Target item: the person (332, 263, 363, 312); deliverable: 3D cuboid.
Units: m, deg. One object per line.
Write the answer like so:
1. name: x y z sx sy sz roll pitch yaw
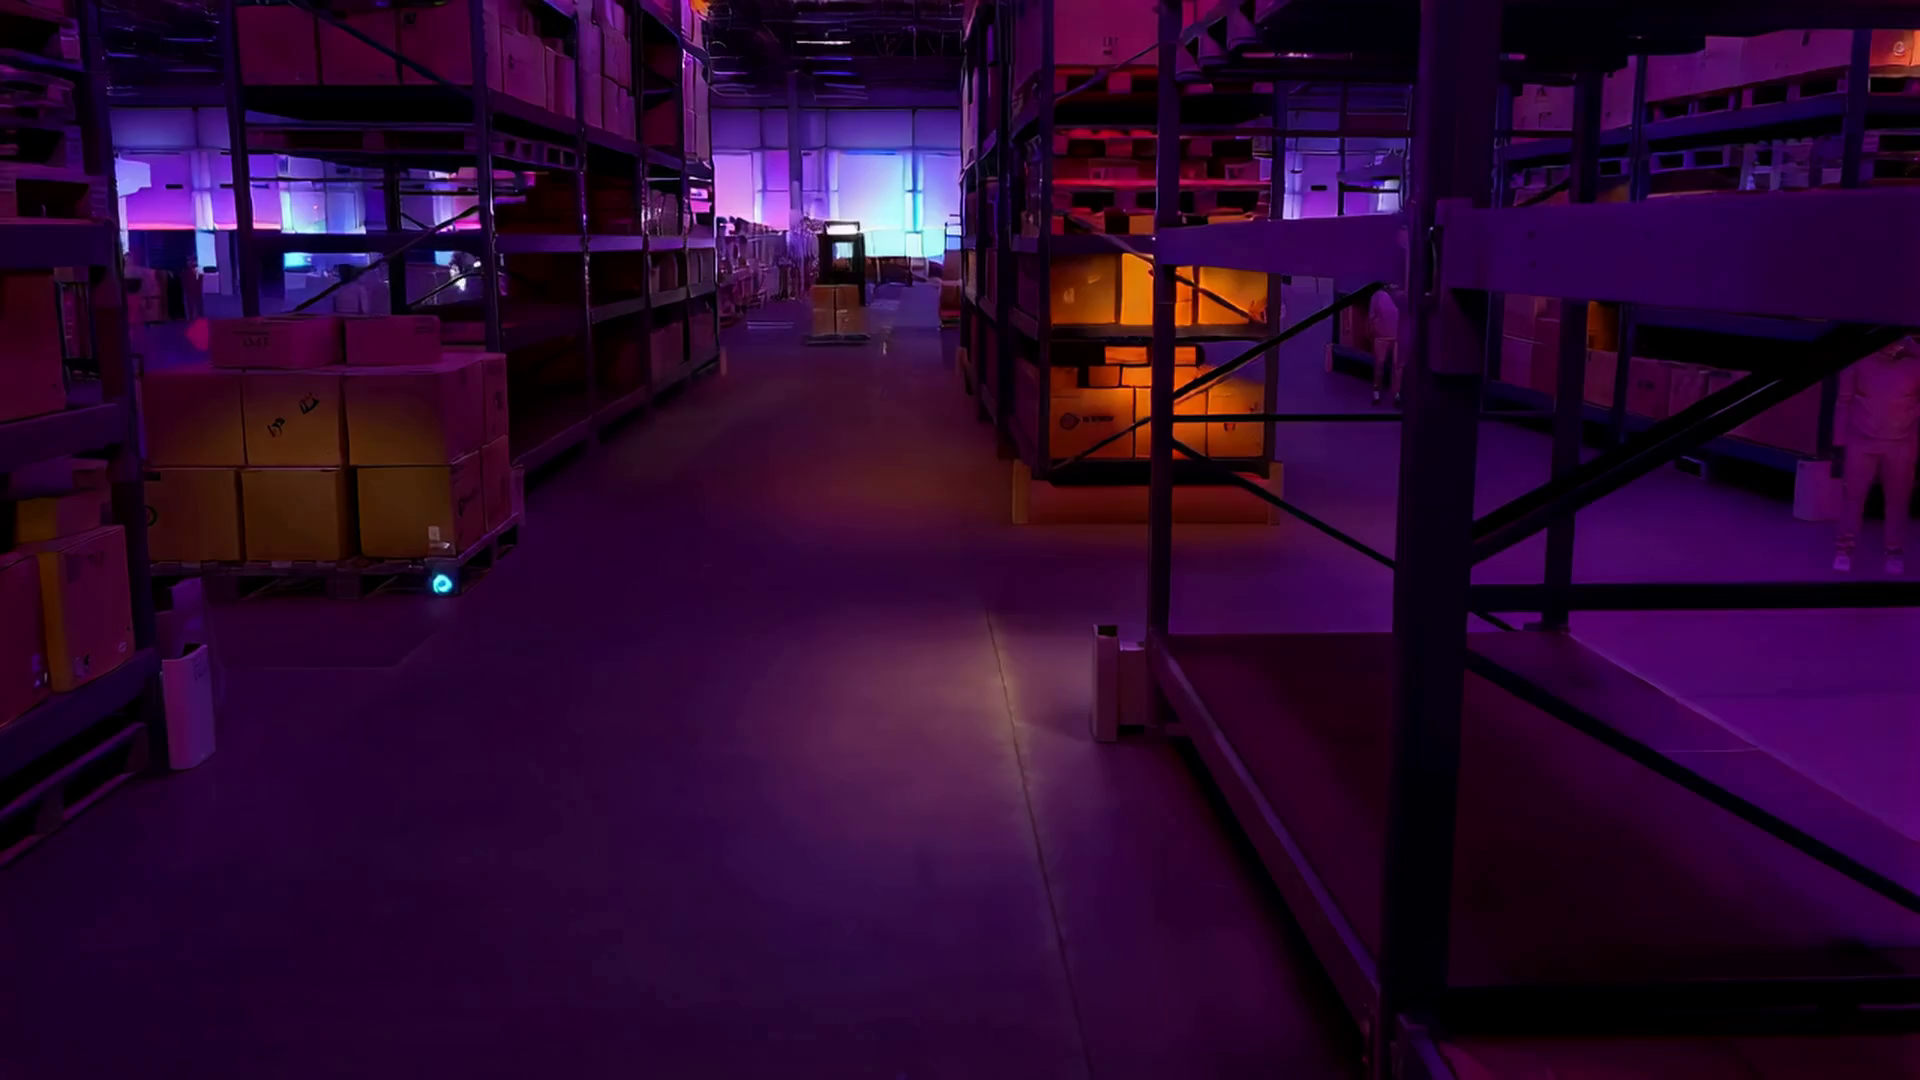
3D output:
1. person: -11.783 -4.379 32.116 0.610 1.945 0.783 -1 10 -3

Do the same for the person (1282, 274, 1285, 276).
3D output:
1. person: 11.429 -8.933 57.507 0.635 1.939 0.361 -4 11 -21

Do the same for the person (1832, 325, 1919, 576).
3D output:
1. person: 6.521 -0.696 11.747 0.651 1.899 0.398 5 11 26

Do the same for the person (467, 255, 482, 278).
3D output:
1. person: -20.015 -10.885 68.701 0.440 1.825 0.656 6 12 31

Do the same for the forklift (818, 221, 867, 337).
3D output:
1. forklift: -2.808 -6.227 39.810 1.129 2.768 1.873 0 10 -2

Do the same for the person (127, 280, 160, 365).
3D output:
1. person: -15.581 -4.130 31.642 0.686 1.612 0.522 -5 12 -28

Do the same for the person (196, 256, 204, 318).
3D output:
1. person: -23.051 -7.622 50.216 0.358 1.937 0.544 -3 11 -17

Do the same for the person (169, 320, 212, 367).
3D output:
1. person: -6.694 -1.097 14.626 0.534 1.664 0.813 -1 10 -5

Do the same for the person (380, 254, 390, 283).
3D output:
1. person: -21.519 -9.786 62.332 0.394 1.919 0.582 0 10 3

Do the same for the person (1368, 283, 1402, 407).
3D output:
1. person: 6.122 -2.859 23.672 0.630 1.940 0.371 2 10 12

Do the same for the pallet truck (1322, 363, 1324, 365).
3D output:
1. pallet truck: 7.712 -4.157 30.737 1.885 1.965 0.823 3 11 16

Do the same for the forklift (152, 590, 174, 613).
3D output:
1. forklift: -5.858 -0.811 9.639 1.873 2.768 1.129 -1 10 -3

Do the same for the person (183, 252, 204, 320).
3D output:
1. person: -22.994 -7.604 49.820 0.674 2.000 0.535 7 12 33

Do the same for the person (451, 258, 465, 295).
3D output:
1. person: -15.727 -7.908 52.104 0.957 1.838 0.562 1 10 5
